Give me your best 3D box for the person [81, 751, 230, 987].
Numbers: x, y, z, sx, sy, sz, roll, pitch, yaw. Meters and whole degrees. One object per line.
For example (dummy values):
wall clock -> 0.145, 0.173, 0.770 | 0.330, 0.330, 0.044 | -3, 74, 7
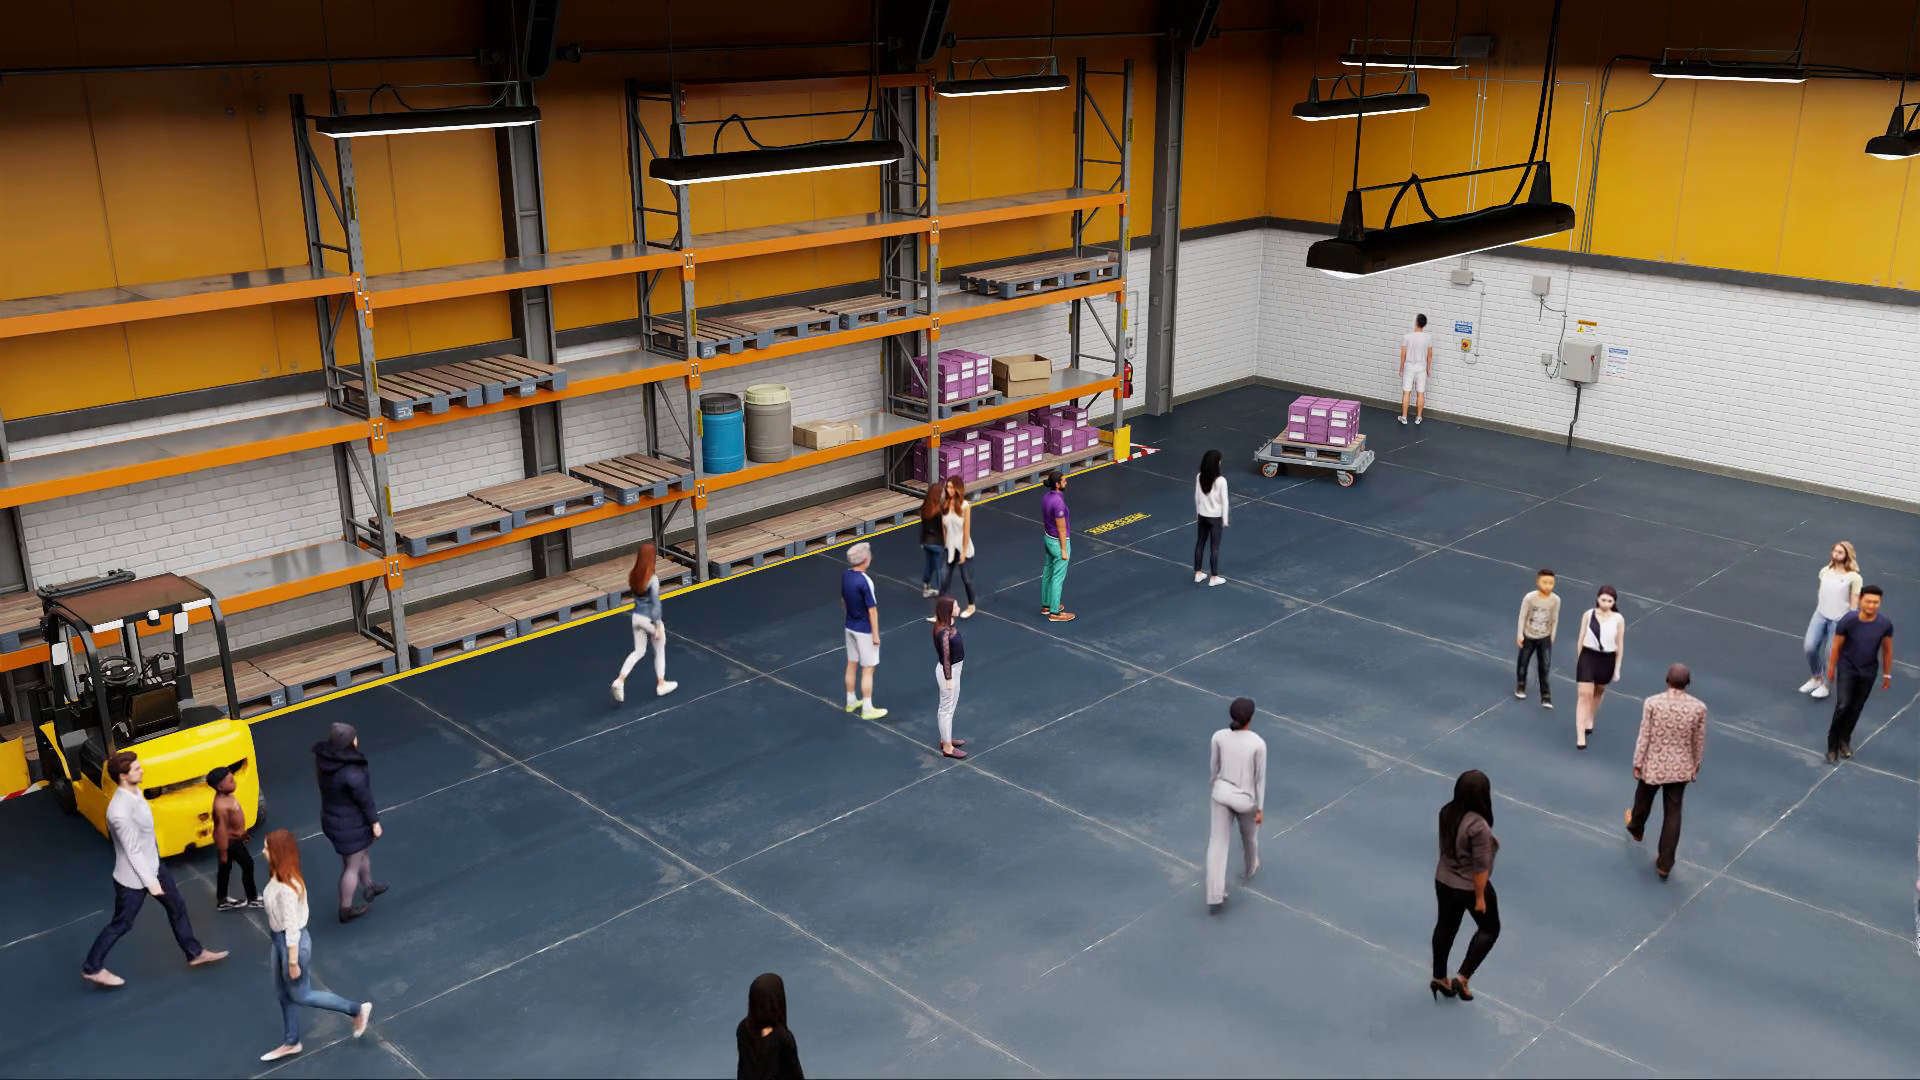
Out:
person -> -6.092, 2.433, 12.127 | 1.306, 1.813, 1.128 | -3, 19, -10

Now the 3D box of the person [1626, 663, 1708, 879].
person -> 5.836, 1.927, 13.711 | 1.115, 1.762, 1.268 | 4, 19, 11

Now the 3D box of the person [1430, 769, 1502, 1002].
person -> 3.513, 2.513, 11.860 | 0.757, 1.832, 0.749 | -9, 21, -25

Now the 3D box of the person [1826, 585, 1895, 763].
person -> 8.509, 1.221, 15.794 | 0.831, 1.771, 0.889 | 4, 19, 11

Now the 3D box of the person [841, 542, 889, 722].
person -> -0.991, 0.891, 16.667 | 0.551, 1.838, 0.640 | -16, 24, -39

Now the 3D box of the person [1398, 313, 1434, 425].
person -> 7.608, -2.867, 27.794 | 0.760, 1.858, 0.804 | 1, 19, 3

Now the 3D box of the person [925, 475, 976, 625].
person -> 0.044, 0.108, 19.134 | 0.745, 1.748, 1.109 | 12, 22, 31

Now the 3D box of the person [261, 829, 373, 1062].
person -> -4.465, 2.754, 11.334 | 1.050, 1.711, 0.782 | -9, 20, -24

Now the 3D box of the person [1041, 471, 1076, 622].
person -> 1.102, 0.053, 19.268 | 0.715, 1.767, 0.712 | -7, 20, -19

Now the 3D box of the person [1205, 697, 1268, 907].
person -> 2.164, 2.114, 13.266 | 0.883, 1.689, 1.198 | 10, 21, 26

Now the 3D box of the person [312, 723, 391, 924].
person -> -4.843, 2.228, 12.980 | 0.724, 1.658, 0.802 | 13, 23, 34

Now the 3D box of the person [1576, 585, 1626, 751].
person -> 6.182, 1.195, 16.123 | 0.873, 1.608, 1.126 | 6, 20, 18

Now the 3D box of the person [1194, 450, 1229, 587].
person -> 3.066, -0.289, 20.388 | 0.599, 1.700, 0.521 | 18, 25, 42

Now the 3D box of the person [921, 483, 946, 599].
person -> -0.293, 0.047, 19.745 | 0.583, 1.472, 0.566 | 17, 25, 41

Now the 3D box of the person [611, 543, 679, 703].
person -> -3.269, 0.867, 16.982 | 0.698, 1.683, 1.041 | 14, 23, 36

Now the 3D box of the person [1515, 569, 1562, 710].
person -> 5.887, 0.970, 17.065 | 0.898, 1.434, 1.019 | 3, 19, 8

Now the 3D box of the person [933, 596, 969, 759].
person -> -0.095, 1.285, 15.856 | 0.729, 1.608, 0.683 | -1, 19, -4

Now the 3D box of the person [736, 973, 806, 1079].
person -> -1.155, 3.341, 9.739 | 0.679, 1.616, 1.102 | 12, 22, 33

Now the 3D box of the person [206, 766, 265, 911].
person -> -5.860, 2.382, 13.177 | 0.767, 1.240, 0.665 | -7, 20, -21

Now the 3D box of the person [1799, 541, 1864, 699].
person -> 9.022, 0.821, 17.073 | 0.700, 1.712, 0.681 | -12, 22, -31
